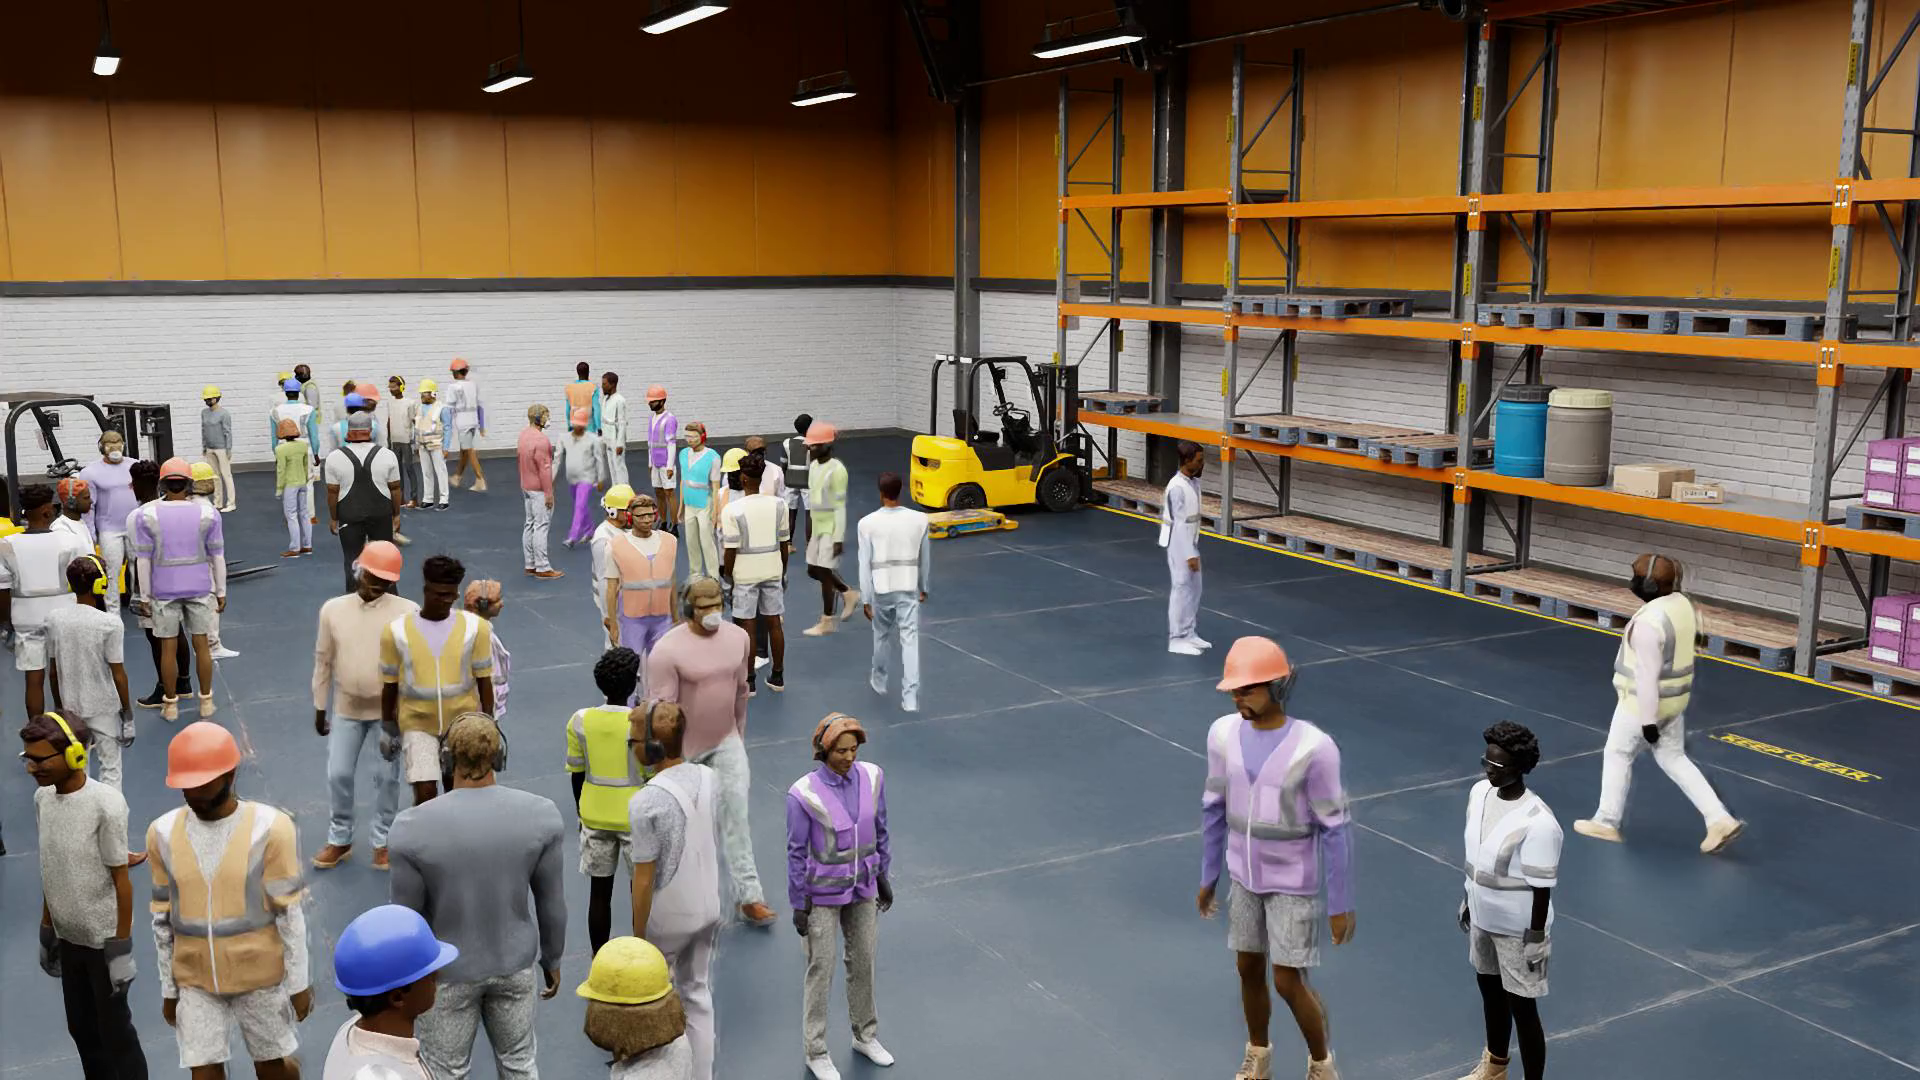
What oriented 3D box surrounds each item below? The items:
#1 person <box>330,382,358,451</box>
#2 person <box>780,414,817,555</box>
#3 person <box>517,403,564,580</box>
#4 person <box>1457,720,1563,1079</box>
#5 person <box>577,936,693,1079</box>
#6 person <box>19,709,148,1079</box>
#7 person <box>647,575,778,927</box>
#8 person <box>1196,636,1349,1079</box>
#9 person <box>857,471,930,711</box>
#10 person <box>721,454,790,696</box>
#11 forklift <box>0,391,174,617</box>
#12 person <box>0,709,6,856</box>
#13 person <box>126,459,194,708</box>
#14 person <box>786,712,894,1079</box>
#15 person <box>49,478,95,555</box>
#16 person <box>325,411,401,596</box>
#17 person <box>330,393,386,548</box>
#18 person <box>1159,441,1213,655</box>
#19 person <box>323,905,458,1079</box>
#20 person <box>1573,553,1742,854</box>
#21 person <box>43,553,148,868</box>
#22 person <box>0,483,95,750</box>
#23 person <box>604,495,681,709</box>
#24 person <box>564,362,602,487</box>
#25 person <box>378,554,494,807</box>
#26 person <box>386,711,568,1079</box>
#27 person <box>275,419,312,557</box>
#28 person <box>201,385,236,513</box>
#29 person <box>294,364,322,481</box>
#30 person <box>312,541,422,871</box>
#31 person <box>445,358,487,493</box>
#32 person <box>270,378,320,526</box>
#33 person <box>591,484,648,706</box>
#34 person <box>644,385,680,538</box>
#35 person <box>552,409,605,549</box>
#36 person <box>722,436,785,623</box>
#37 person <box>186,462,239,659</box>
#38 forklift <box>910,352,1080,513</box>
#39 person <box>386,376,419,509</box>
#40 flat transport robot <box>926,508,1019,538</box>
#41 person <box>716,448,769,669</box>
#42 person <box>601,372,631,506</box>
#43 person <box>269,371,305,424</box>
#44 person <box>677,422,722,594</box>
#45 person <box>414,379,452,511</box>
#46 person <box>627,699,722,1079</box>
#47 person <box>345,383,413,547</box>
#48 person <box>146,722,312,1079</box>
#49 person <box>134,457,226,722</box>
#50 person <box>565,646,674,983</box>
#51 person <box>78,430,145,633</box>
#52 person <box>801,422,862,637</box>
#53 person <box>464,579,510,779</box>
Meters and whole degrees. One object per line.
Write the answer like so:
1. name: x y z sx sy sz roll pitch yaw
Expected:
1. person: -8.404 -1.277 22.922 0.579 1.794 1.011 -3 10 -17
2. person: -1.853 -0.641 19.580 0.539 1.685 0.320 3 10 16
3. person: -4.620 -0.532 18.223 0.354 1.936 0.635 -7 12 -36
4. person: 2.251 1.566 6.872 0.321 1.693 0.539 -3 10 -16
5. person: -0.877 1.931 4.605 0.319 1.742 0.492 1 10 4
6. person: -3.392 1.557 6.446 0.524 1.857 0.345 5 11 28
7. person: -1.393 1.105 8.986 0.645 1.878 1.059 -8 13 -38
8. person: 1.289 1.405 6.891 0.419 2.021 0.711 -9 14 -43
9. person: -0.520 0.382 13.165 0.590 1.870 1.007 -2 10 -10
10. person: -1.654 0.281 13.455 0.600 1.967 0.368 -7 12 -33
11. forklift: -9.026 -0.363 16.508 1.214 2.155 2.313 6 11 29
12. person: -5.911 0.952 9.716 0.390 1.925 0.550 9 13 42
13. person: -6.339 0.339 13.121 0.361 1.964 0.616 1 10 8
14. person: -0.528 1.535 7.211 0.523 1.631 0.313 -8 13 -40
15. person: -6.745 0.461 12.700 0.349 1.877 0.574 -2 10 -14
16. person: -5.857 -0.260 16.362 0.689 2.000 0.538 -4 11 -21
17. person: -7.213 -0.826 20.037 0.629 1.888 1.010 -1 10 -4
18. person: 2.003 0.067 14.858 0.426 1.913 0.618 5 11 25
19. person: -1.445 1.880 4.295 0.377 1.950 0.612 -5 11 -25
20. person: 4.208 0.976 9.925 0.626 1.810 0.874 -9 13 -41
21. person: -5.002 1.007 9.601 0.510 1.861 0.324 1 10 8
22. person: -6.496 0.573 11.798 0.648 1.963 0.374 -4 11 -23
23. person: -2.305 0.574 12.116 0.575 1.843 0.374 -8 12 -38
24. person: -5.736 -1.753 25.342 0.587 1.911 0.397 4 10 20
25. person: -2.984 1.015 9.457 0.658 1.921 0.920 -4 11 -22
26. person: -1.756 1.579 6.119 0.635 1.927 0.372 -5 11 -27
27. person: -7.849 -0.611 19.557 0.285 1.632 0.497 3 10 19
28. person: -10.243 -1.254 22.910 0.524 1.760 0.335 5 11 25
29. person: -10.203 -1.829 26.005 0.429 1.837 0.624 -6 11 -30
30. person: -3.391 0.962 9.585 0.663 1.958 0.421 0 10 -3
31. person: -7.474 -1.713 24.839 1.005 1.992 0.623 4 11 22
32. person: -8.664 -1.137 21.715 0.604 1.939 0.415 0 10 -1
33. person: -2.614 0.471 12.805 0.403 1.817 0.601 1 10 6
34. person: -3.741 -0.971 20.771 0.386 1.931 0.543 -9 13 -41
35. person: -4.639 -0.745 20.142 0.577 1.685 0.936 3 10 18
36. person: -1.954 -0.081 15.931 0.623 1.835 0.429 -5 11 -24
37. person: -6.656 0.178 14.695 0.486 1.744 0.294 9 13 41
38. forklift: 0.460 -1.461 22.833 2.313 2.155 1.214 -5 11 -28
39. person: -7.788 -1.358 23.196 0.535 1.861 0.309 4 11 22
40. flat transport robot: -0.012 -0.221 21.224 1.431 0.197 0.652 -7 12 -35
41. person: -1.874 0.161 14.301 0.588 1.918 0.402 7 12 36
42. person: -4.802 -1.390 23.218 0.373 1.916 0.596 -6 11 -30
43. person: -10.247 -1.689 25.387 0.532 1.768 0.328 -6 11 -30
44. person: -2.692 -0.325 17.337 0.574 1.833 0.386 9 13 40
45. person: -7.318 -1.311 23.010 0.600 1.832 0.404 4 11 23
46. person: -1.147 1.523 6.695 0.405 1.830 0.557 7 12 35
47. person: -7.122 -0.886 20.109 0.820 2.009 0.625 4 10 20
48. person: -2.687 1.574 6.176 0.571 1.907 0.797 -1 10 -4
49. person: -5.948 0.379 12.730 0.618 2.028 0.409 -6 11 -30
50. person: -1.641 1.353 8.058 0.536 1.697 0.322 3 10 17
51. person: -7.912 -0.080 15.660 0.374 1.929 0.636 9 14 43
52. person: -1.190 -0.106 15.545 0.611 2.023 0.609 -6 12 -32
53. person: -2.874 1.041 10.058 0.314 1.629 0.509 -4 11 -23
